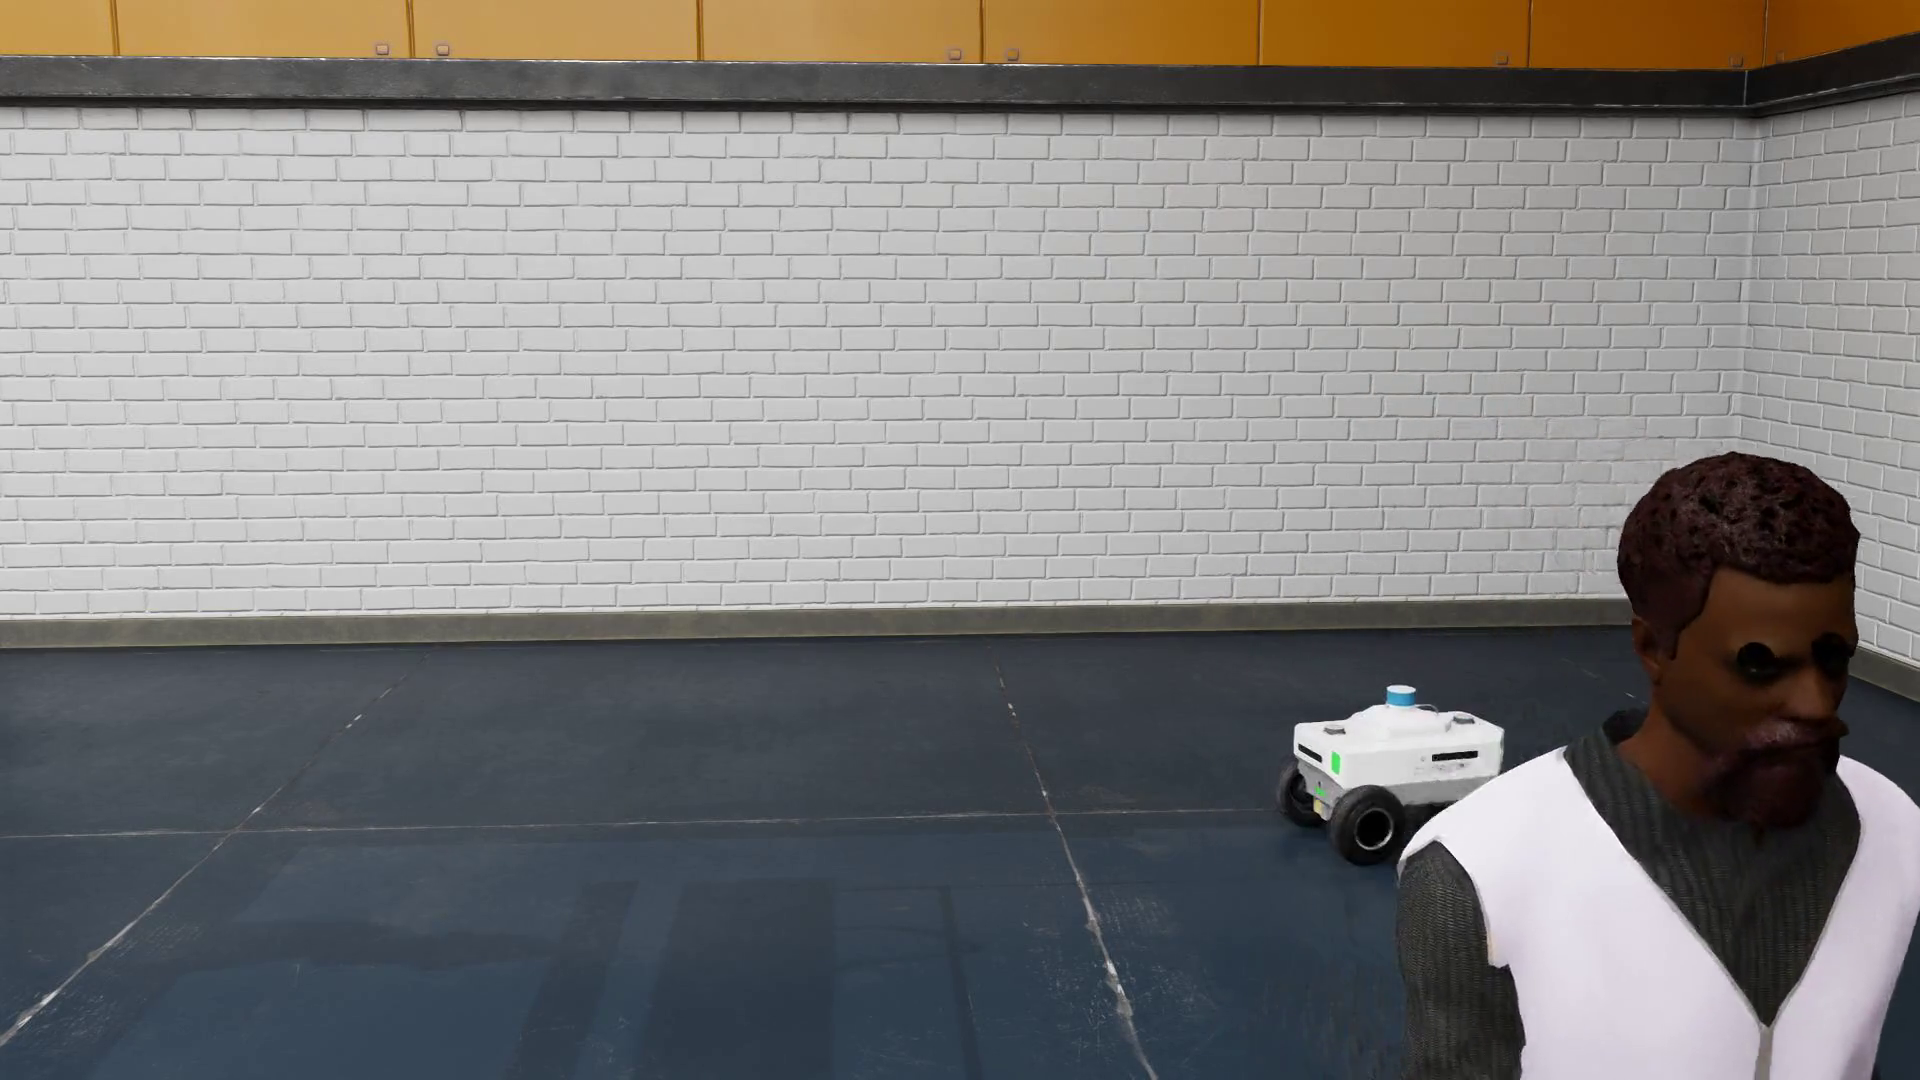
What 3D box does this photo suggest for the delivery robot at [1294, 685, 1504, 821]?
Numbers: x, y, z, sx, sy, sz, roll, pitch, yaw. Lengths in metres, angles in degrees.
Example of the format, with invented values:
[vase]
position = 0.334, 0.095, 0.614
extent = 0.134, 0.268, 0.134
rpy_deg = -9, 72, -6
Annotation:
[delivery robot]
position = 1.564, 0.762, 5.928
extent = 0.707, 0.478, 0.477
rpy_deg = -3, 10, -16

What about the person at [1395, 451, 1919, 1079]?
[person]
position = 0.696, 0.847, 1.596
extent = 0.600, 1.857, 1.001
rpy_deg = -2, 9, -14
